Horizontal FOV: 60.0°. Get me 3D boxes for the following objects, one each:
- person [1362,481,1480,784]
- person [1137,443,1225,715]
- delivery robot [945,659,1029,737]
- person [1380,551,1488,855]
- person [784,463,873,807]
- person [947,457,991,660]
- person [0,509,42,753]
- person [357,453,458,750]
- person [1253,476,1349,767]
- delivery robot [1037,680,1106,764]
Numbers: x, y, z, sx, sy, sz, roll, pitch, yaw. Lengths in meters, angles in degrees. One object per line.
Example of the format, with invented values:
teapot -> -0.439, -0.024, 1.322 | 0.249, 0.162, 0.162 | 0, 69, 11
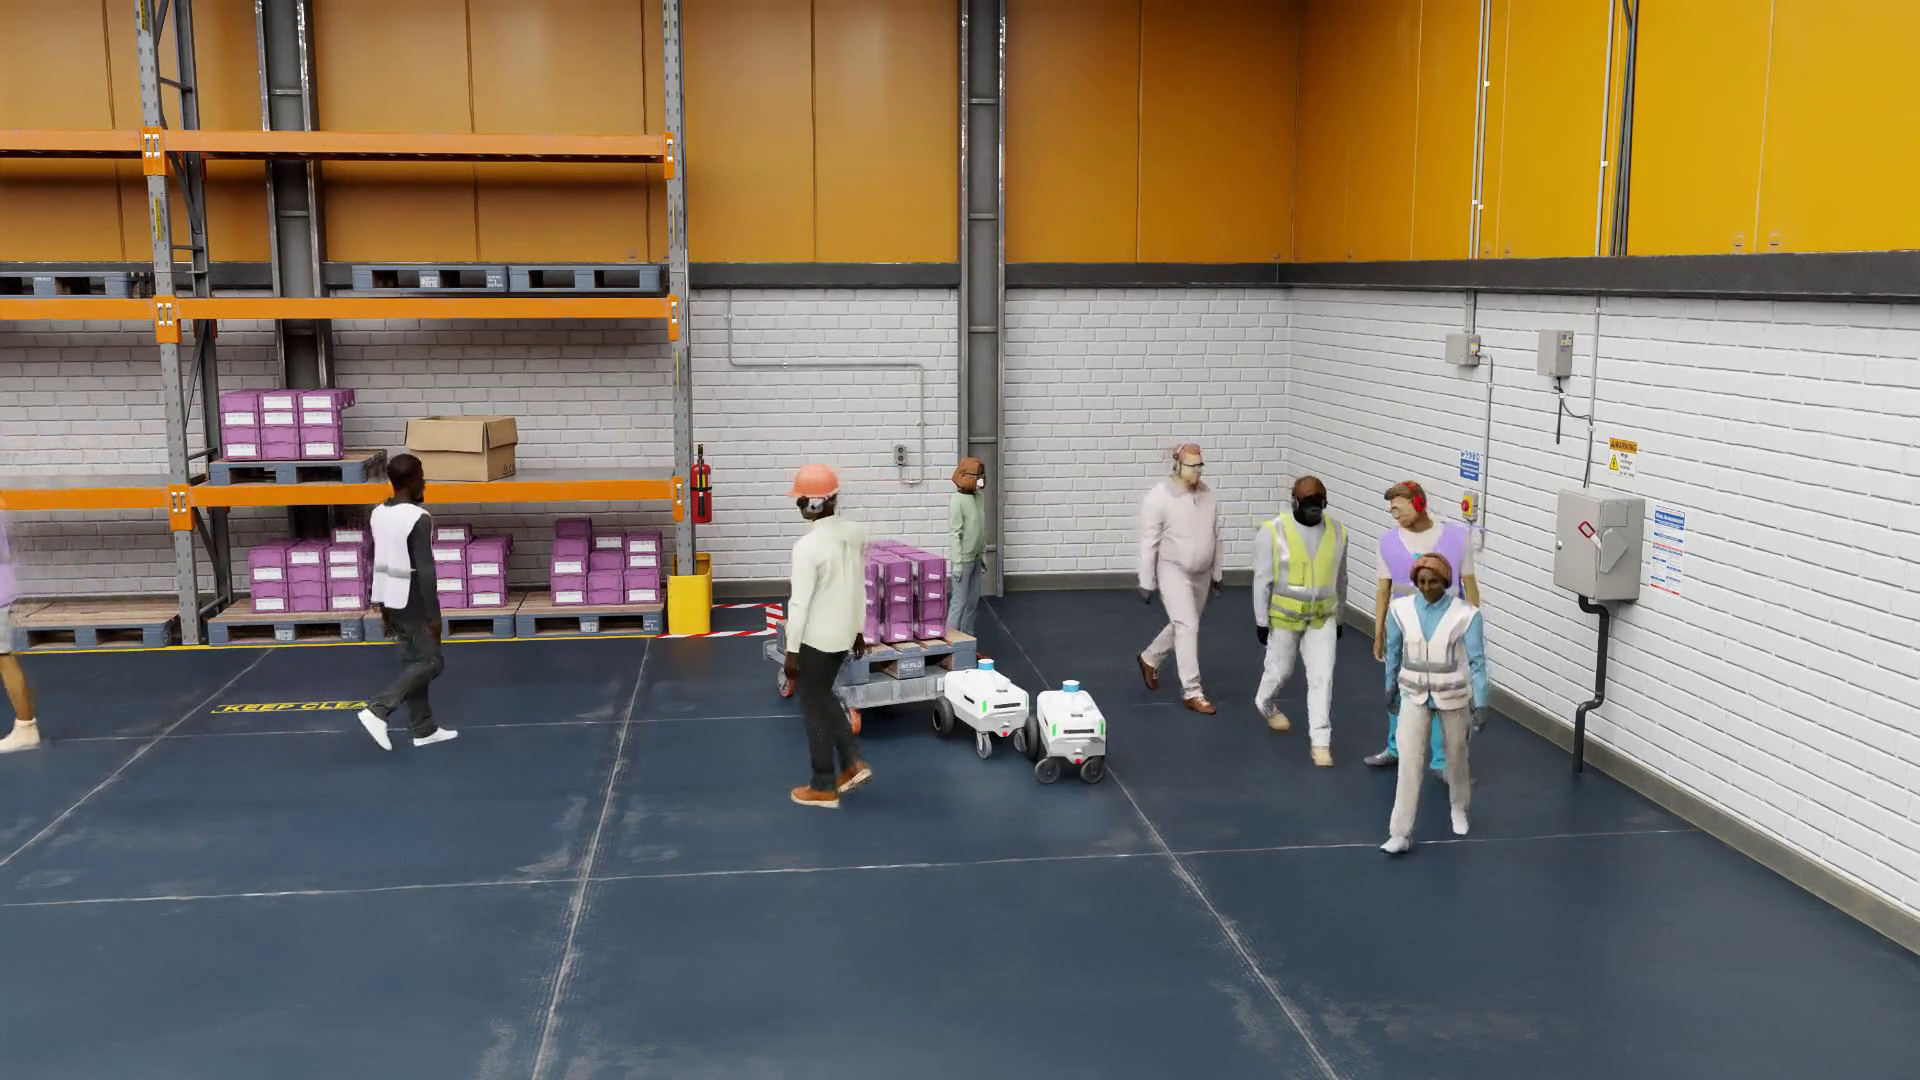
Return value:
person -> 2.790, 0.549, 9.934 | 0.680, 1.811, 0.390 | 5, 10, 30
person -> 1.530, 0.230, 11.714 | 0.634, 1.872, 0.891 | -7, 11, -36
delivery robot -> 0.167, 1.008, 10.661 | 0.477, 0.478, 0.707 | -3, 10, -21
person -> 2.510, 0.838, 8.783 | 0.564, 1.591, 0.888 | 5, 11, 31
person -> -0.780, 0.544, 9.423 | 0.435, 1.971, 0.655 | 5, 10, 28
person -> 0.064, 0.166, 12.883 | 0.280, 1.624, 0.493 | 4, 10, 25
person -> -6.206, 0.366, 10.403 | 0.739, 2.015, 0.626 | -5, 10, -27
person -> -3.517, 0.404, 10.513 | 0.604, 1.906, 0.626 | 9, 13, 44
person -> 2.123, 0.463, 10.514 | 0.645, 1.805, 0.853 | -1, 9, -5
delivery robot -> 0.672, 1.098, 10.102 | 0.477, 0.478, 0.707 | -1, 9, -4
